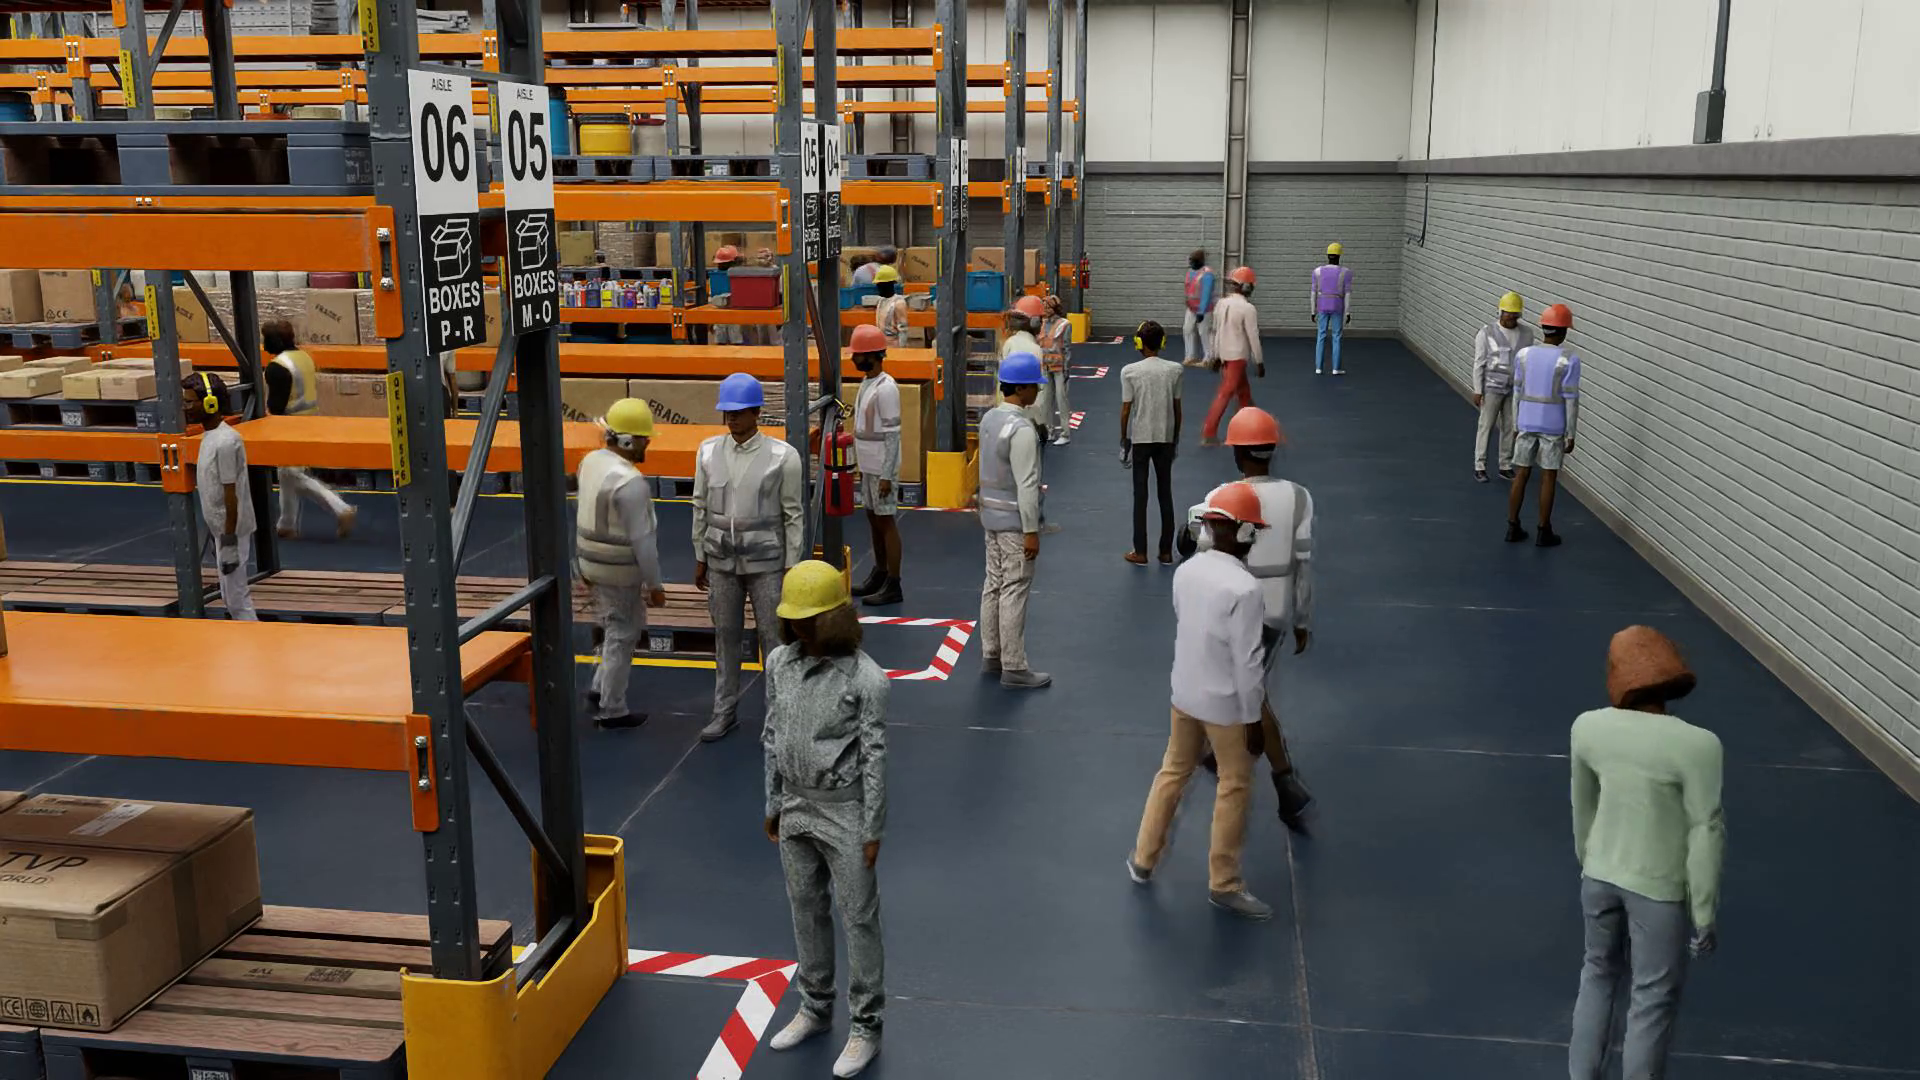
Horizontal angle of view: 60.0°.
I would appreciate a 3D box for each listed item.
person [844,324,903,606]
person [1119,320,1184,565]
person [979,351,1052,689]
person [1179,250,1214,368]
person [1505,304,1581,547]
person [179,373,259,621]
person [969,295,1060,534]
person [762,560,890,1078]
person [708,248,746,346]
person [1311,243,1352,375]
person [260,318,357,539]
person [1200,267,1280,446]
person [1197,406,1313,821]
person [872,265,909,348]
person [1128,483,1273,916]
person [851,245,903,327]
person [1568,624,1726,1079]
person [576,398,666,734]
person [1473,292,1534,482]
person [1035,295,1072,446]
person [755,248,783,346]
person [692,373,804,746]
[{"bbox_3d":[-0.591,-0.511,11.420,0.375,1.934,0.548,-4,13,-19],"label":"person"},{"bbox_3d":[1.442,-0.731,12.616,0.489,1.853,0.367,-2,13,-9],"label":"person"},{"bbox_3d":[0.313,-0.117,9.610,0.401,1.945,0.614,-5,13,-21],"label":"person"},{"bbox_3d":[3.623,-3.486,25.176,0.628,1.794,0.654,-5,14,-23],"label":"person"},{"bbox_3d":[4.656,-0.908,13.239,0.377,1.931,0.545,-12,17,-43],"label":"person"},{"bbox_3d":[-4.150,-0.021,9.392,0.327,1.861,0.499,-8,15,-33],"label":"person"},{"bbox_3d":[0.470,-1.012,13.612,0.640,1.969,0.650,-5,13,-20],"label":"person"},{"bbox_3d":[-0.455,0.906,5.486,0.484,1.736,0.328,8,15,32],"label":"person"},{"bbox_3d":[-3.179,-3.006,22.680,0.551,1.933,0.365,3,13,14],"label":"person"},{"bbox_3d":[5.441,-3.383,24.406,0.602,1.924,0.375,6,14,24],"label":"person"},{"bbox_3d":[-5.276,-0.868,13.313,0.764,1.815,0.633,-1,13,-3],"label":"person"},{"bbox_3d":[3.067,-1.988,18.082,1.041,1.935,0.650,-5,13,-20],"label":"person"},{"bbox_3d":[1.398,0.332,7.756,0.553,1.890,1.006,-5,13,-20],"label":"person"},{"bbox_3d":[-0.789,-2.119,18.713,0.383,1.921,0.586,-6,14,-26],"label":"person"},{"bbox_3d":[1.013,0.628,6.761,0.470,1.725,0.756,-6,14,-26],"label":"person"},{"bbox_3d":[-1.168,-3.092,22.830,0.780,2.000,0.534,-1,13,-3],"label":"person"},{"bbox_3d":[2.103,1.072,5.017,0.334,1.609,0.650,-7,14,-29],"label":"person"},{"bbox_3d":[-1.771,0.151,8.724,0.436,1.806,0.612,-8,15,-32],"label":"person"},{"bbox_3d":[5.217,-1.462,15.954,0.599,1.827,0.403,-2,13,-9],"label":"person"},{"bbox_3d":[1.022,-1.859,18.203,0.320,1.631,0.525,-12,17,-43],"label":"person"},{"bbox_3d":[-2.705,-3.151,23.428,0.399,1.900,0.647,-11,17,-41],"label":"person"},{"bbox_3d":[-1.104,0.102,8.620,0.603,1.949,0.389,3,13,15],"label":"person"}]
